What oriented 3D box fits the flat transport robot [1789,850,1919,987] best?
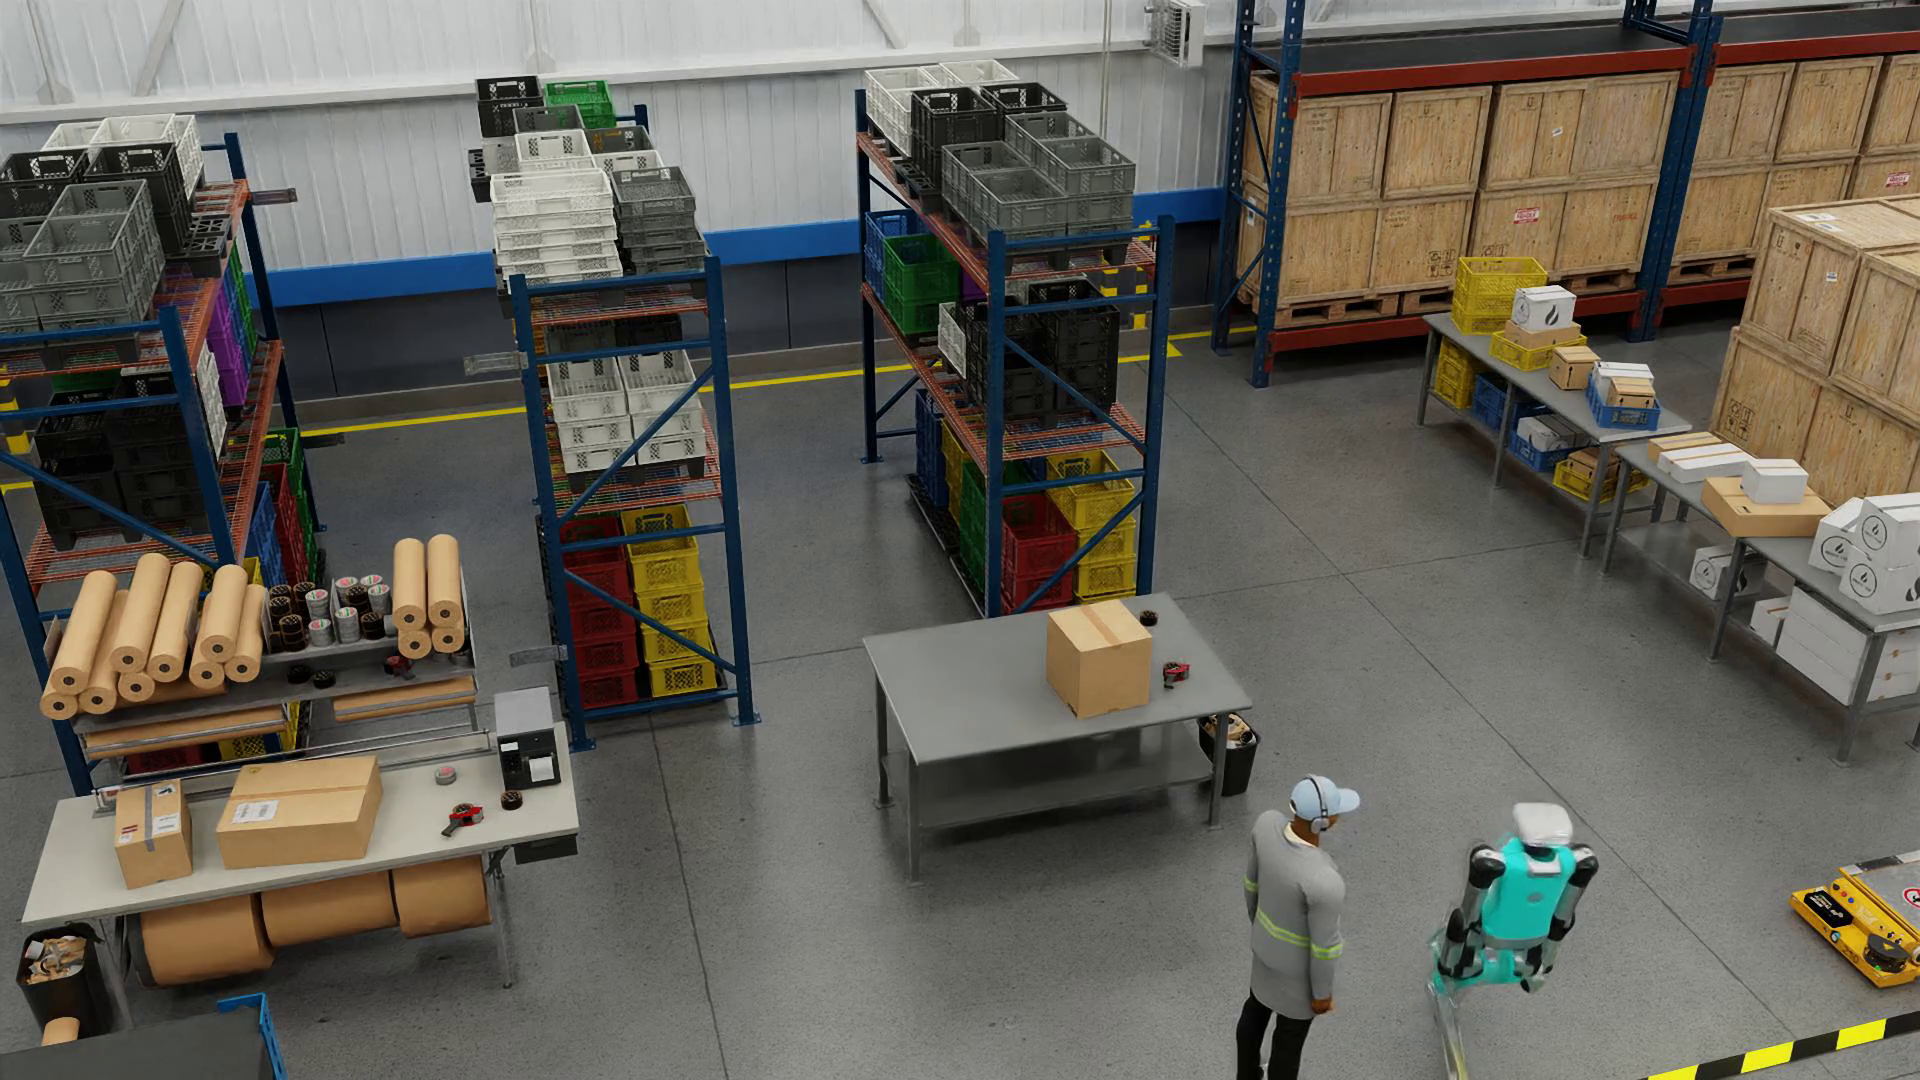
[{"bbox_3d":[5.163,1.916,8.676,1.431,0.231,0.659,-8,30,-14],"label":"flat transport robot"}]

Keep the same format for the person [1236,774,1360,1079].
[{"bbox_3d":[1.464,1.787,7.267,0.401,1.852,0.589,-12,31,-21],"label":"person"}]

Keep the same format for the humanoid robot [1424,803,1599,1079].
[{"bbox_3d":[2.337,1.755,7.510,0.557,1.813,0.936,-2,29,-4],"label":"humanoid robot"}]
